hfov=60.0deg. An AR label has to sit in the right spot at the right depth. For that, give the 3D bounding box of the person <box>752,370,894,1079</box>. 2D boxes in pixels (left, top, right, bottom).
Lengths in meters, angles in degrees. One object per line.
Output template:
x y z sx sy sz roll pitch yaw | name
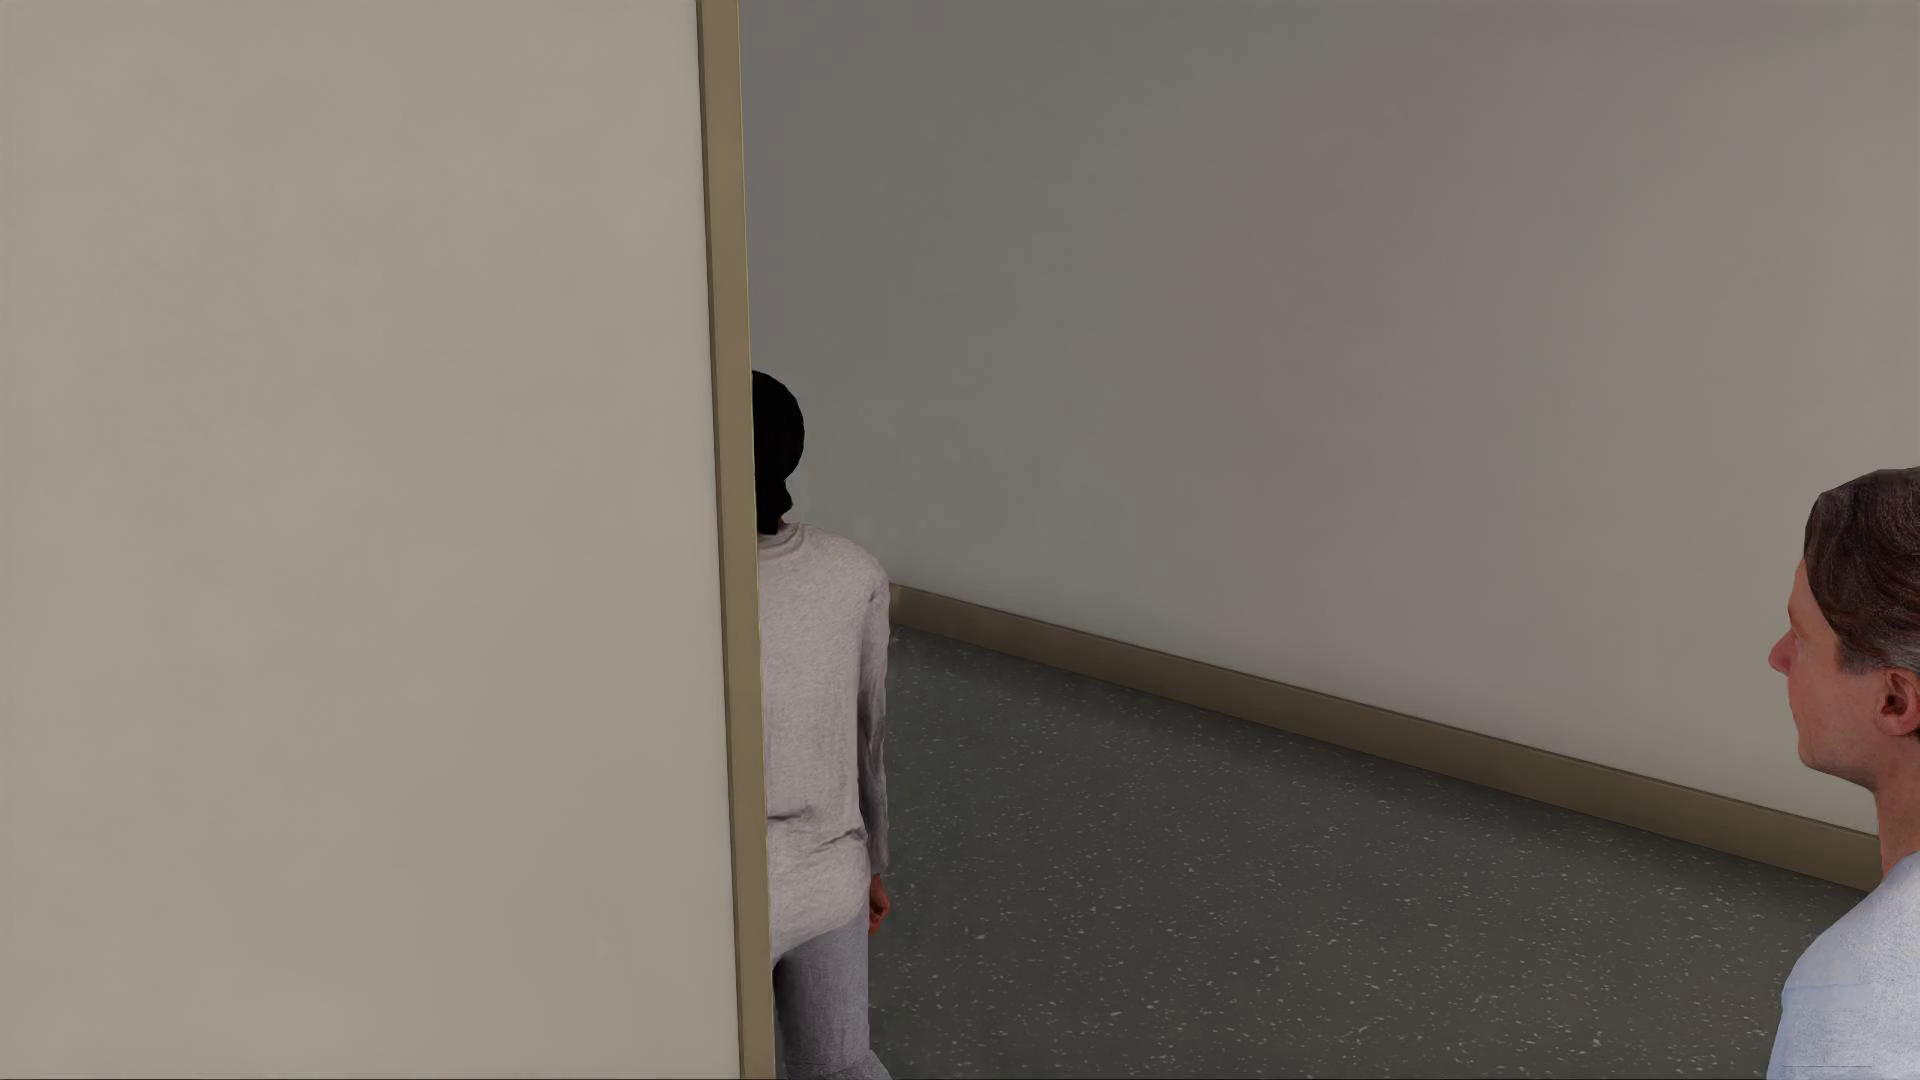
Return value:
-0.271 0.599 2.678 0.989 1.718 0.832 -12 20 -36 | person
